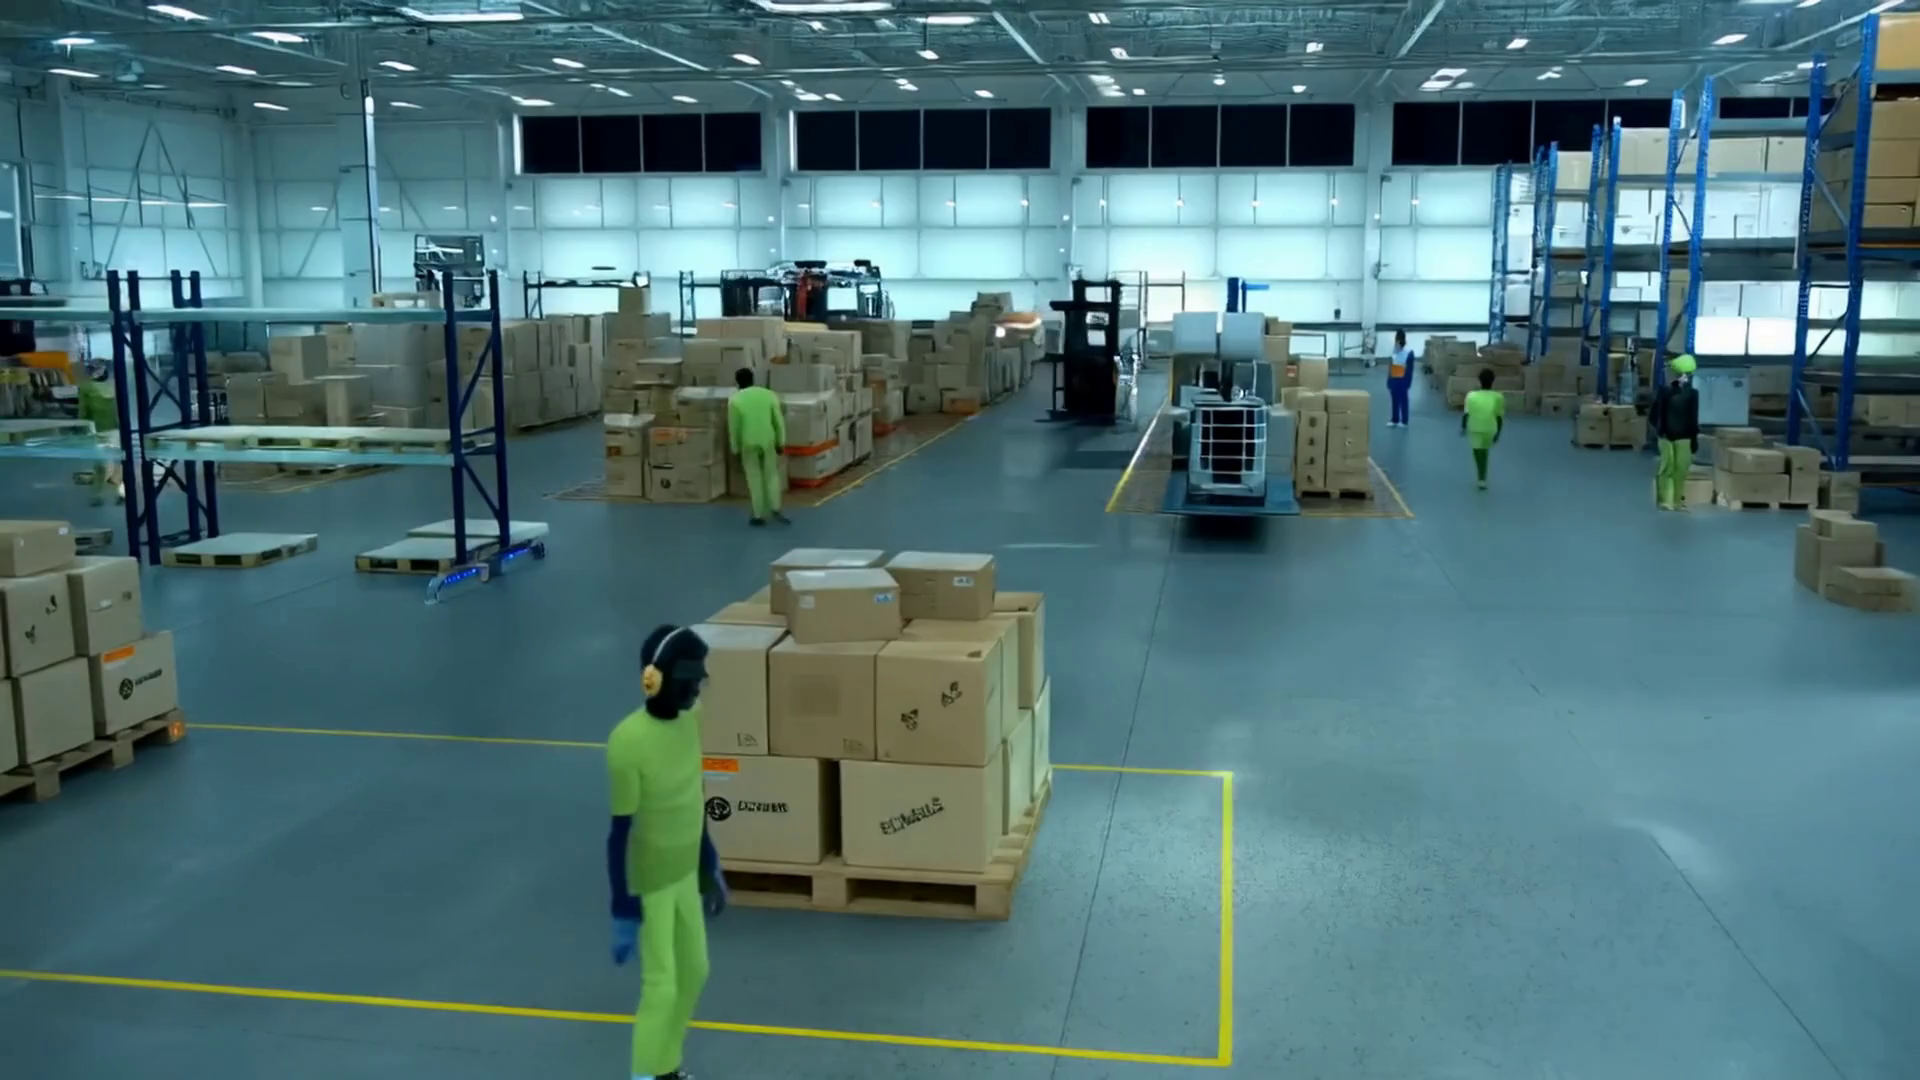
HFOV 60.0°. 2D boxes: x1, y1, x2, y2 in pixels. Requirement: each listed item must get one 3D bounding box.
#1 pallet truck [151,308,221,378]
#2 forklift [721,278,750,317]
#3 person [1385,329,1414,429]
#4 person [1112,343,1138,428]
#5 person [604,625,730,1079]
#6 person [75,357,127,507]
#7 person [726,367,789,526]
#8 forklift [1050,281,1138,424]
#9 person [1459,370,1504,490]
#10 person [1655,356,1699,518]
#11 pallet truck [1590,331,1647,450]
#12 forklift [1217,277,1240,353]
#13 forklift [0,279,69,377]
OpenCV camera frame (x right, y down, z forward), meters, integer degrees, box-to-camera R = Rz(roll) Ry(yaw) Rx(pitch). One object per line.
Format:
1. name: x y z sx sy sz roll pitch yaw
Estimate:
1. pallet truck: -21.869 -5.598 47.154 0.823 1.965 1.885 4 10 26
2. forklift: -6.057 -5.694 45.033 1.873 2.768 1.129 4 10 26
3. person: 8.484 -3.104 32.049 0.402 1.910 0.589 -5 11 -30
4. person: 3.191 -2.989 32.163 0.525 1.639 0.307 -3 10 -15
5. person: -1.046 1.187 5.758 0.474 1.849 0.599 4 10 25
6. person: -10.996 -1.385 21.359 0.632 1.936 0.359 -1 9 -8
7. person: -2.388 -1.086 19.655 0.690 1.895 0.674 -4 10 -22
8. forklift: 2.746 -3.805 33.383 1.129 2.768 1.873 5 11 31
9. person: 7.263 -1.530 23.130 0.538 1.652 0.863 0 9 -3
10. person: 8.848 -1.269 20.463 0.386 1.992 0.625 -3 10 -19
11. pallet truck: 11.253 -2.573 28.499 0.823 1.965 1.885 5 10 27
12. forklift: 7.930 -6.231 48.346 1.873 2.768 1.129 1 9 9
13. forklift: -22.377 -4.792 39.470 1.873 2.768 1.129 1 9 9
